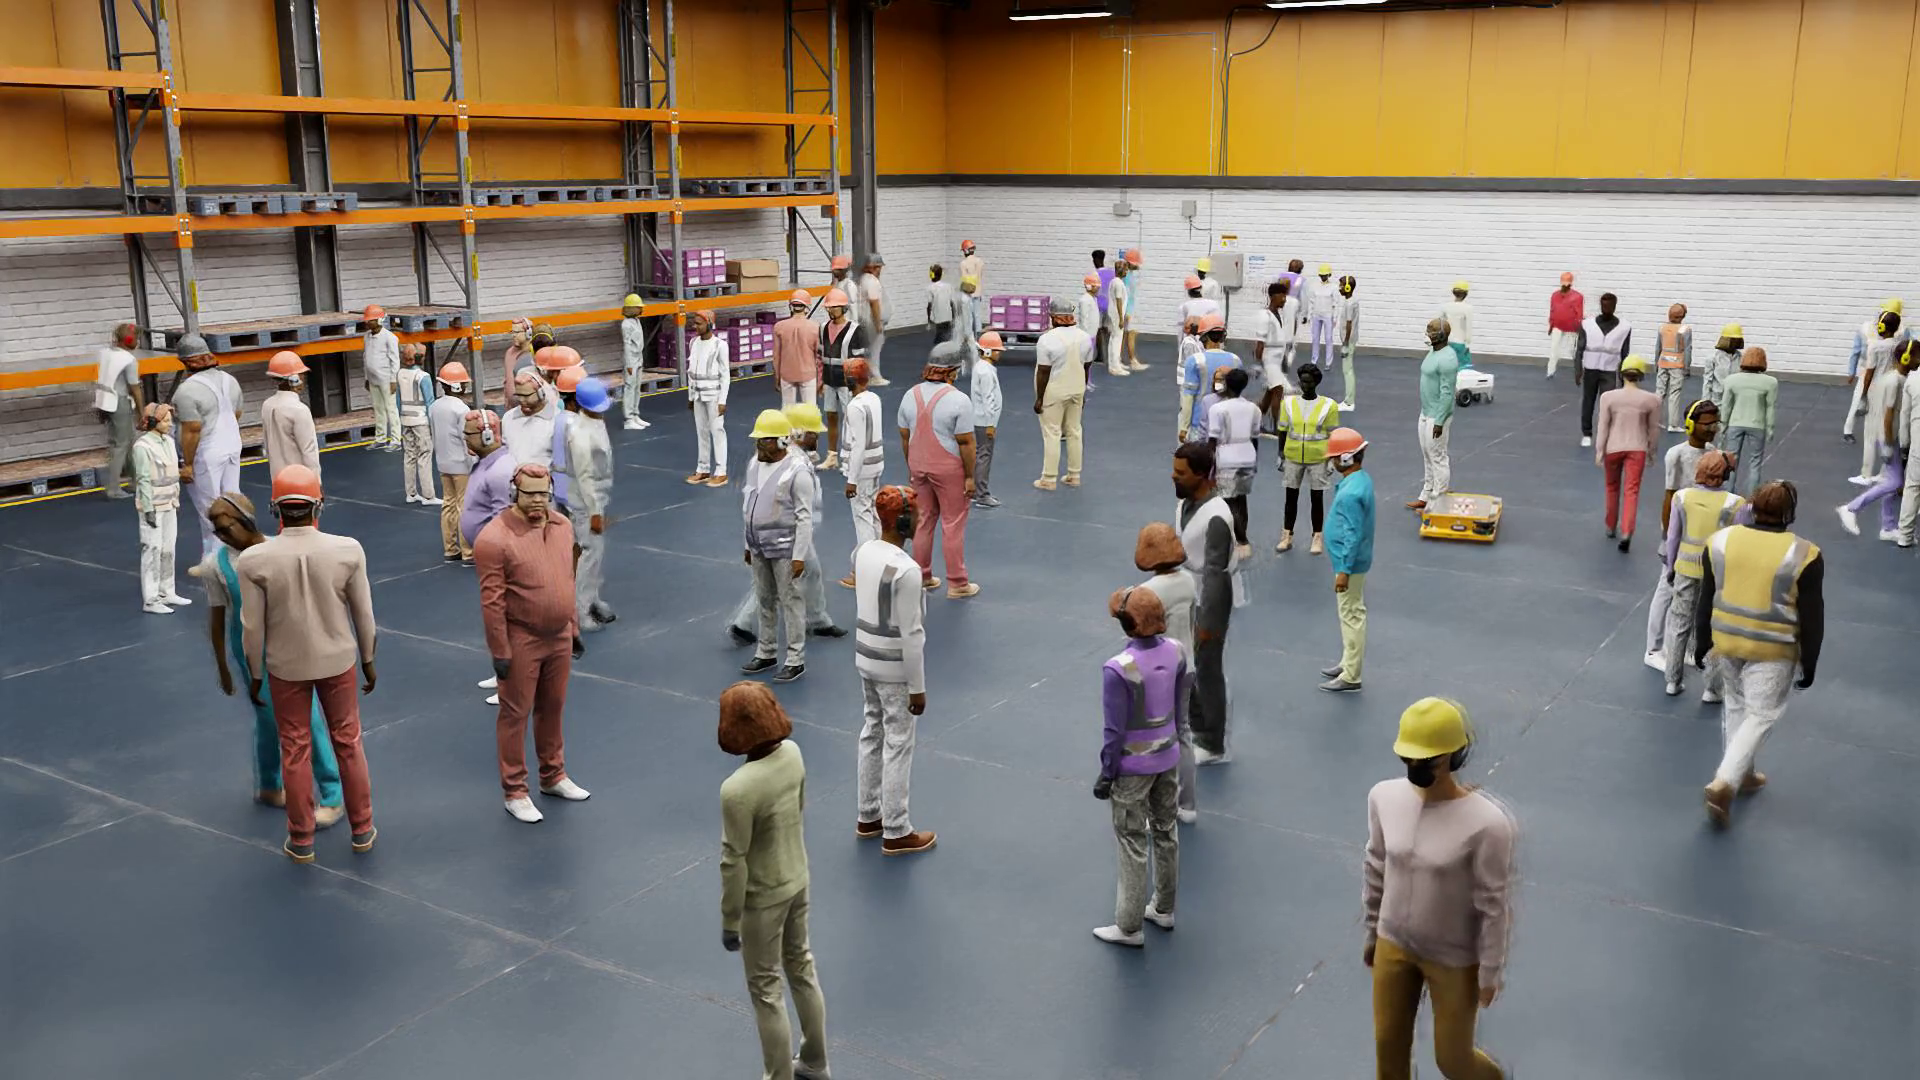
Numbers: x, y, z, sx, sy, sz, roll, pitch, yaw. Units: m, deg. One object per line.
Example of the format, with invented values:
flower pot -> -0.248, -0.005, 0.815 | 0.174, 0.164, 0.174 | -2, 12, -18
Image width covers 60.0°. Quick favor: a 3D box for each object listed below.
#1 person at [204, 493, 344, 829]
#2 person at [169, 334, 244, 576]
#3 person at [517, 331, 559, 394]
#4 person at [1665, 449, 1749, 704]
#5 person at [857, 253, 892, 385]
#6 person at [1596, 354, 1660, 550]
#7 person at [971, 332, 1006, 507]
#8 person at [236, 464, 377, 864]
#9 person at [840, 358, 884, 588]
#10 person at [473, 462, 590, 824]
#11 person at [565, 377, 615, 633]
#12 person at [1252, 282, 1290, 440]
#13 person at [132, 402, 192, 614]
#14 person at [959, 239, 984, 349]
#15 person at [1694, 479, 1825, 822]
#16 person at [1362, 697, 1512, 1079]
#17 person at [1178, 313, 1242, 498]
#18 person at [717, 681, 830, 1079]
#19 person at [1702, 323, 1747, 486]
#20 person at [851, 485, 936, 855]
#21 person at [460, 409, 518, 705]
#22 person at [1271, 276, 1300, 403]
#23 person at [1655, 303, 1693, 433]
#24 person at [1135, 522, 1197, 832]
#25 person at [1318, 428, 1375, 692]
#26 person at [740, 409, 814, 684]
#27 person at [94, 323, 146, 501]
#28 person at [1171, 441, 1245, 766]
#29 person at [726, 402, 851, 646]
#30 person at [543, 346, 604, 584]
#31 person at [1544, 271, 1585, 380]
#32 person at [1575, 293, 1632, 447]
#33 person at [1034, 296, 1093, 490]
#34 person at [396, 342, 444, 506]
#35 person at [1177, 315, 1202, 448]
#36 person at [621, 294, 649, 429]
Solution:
person -> -3.587, 0.619, 8.711 | 0.587, 1.788, 0.635 | -6, 14, -25
person -> -6.331, -0.719, 13.923 | 0.536, 2.000, 0.673 | 3, 13, 13
person -> -3.867, -1.015, 15.585 | 0.528, 1.871, 0.323 | -3, 13, -14
person -> 4.777, 0.232, 10.674 | 0.313, 1.642, 0.513 | -11, 17, -40
person -> -1.308, -3.399, 25.548 | 0.535, 2.000, 0.701 | -1, 13, -6
person -> 6.001, -0.798, 14.969 | 0.532, 1.723, 0.890 | 4, 14, 19
person -> 0.287, -1.216, 16.715 | 0.343, 1.747, 0.572 | -2, 13, -8
person -> -3.220, 0.611, 8.257 | 0.622, 1.992, 0.396 | -7, 15, -27
person -> -0.796, -0.545, 13.516 | 0.337, 1.881, 0.584 | 3, 13, 13
person -> -2.239, 0.525, 8.836 | 0.401, 1.904, 0.640 | 8, 15, 31
person -> -2.749, -0.291, 12.409 | 0.392, 1.900, 0.733 | -1, 13, -5
person -> 3.951, -2.215, 20.651 | 0.715, 1.926, 0.663 | 7, 15, 28
person -> -6.151, -0.247, 12.791 | 0.324, 1.630, 0.511 | 1, 13, 2
person -> 0.181, -4.487, 30.381 | 0.390, 1.989, 0.610 | 11, 17, 40
person -> 4.196, 0.578, 8.821 | 0.847, 1.817, 0.637 | -10, 16, -37
person -> 1.620, 1.347, 5.606 | 0.607, 1.755, 0.525 | -13, 18, -44
person -> 2.337, -1.110, 15.666 | 0.609, 2.029, 0.408 | -6, 14, -25
person -> -0.706, 1.302, 6.089 | 0.317, 1.624, 0.511 | 6, 14, 25
person -> 8.115, -1.432, 17.669 | 0.488, 1.745, 0.292 | -2, 13, -9
person -> -0.346, 0.648, 8.354 | 0.346, 1.878, 0.580 | -8, 15, -30
person -> -2.996, 0.098, 10.705 | 0.395, 1.900, 0.647 | -6, 14, -23
person -> 4.535, -2.785, 23.357 | 0.525, 1.826, 0.646 | -7, 15, -27
person -> 9.071, -2.190, 21.172 | 0.305, 1.645, 0.522 | -7, 15, -27
person -> 1.062, 0.707, 8.668 | 0.323, 1.615, 0.507 | 11, 17, 39
person -> 2.523, 0.129, 10.901 | 0.353, 1.739, 0.563 | 4, 14, 18
person -> -1.240, 0.038, 11.097 | 0.590, 1.833, 0.404 | 11, 17, 40
person -> -8.529, -1.319, 17.049 | 0.628, 1.815, 0.656 | 11, 17, 39
person -> 1.369, 0.378, 9.467 | 0.455, 1.900, 0.605 | -4, 13, -15
person -> -1.263, -0.102, 11.841 | 0.876, 1.784, 0.636 | -2, 13, -8
person -> -3.110, -0.567, 13.388 | 0.407, 1.987, 0.615 | 1, 13, 5
person -> 9.602, -3.399, 26.287 | 0.812, 1.712, 0.598 | -11, 17, -40
person -> 7.656, -1.998, 19.857 | 0.600, 1.885, 0.873 | 5, 14, 20
person -> 1.029, -1.555, 17.553 | 0.688, 2.000, 0.538 | -9, 16, -34
person -> -5.443, -1.158, 16.707 | 0.522, 1.638, 0.310 | 9, 16, 34
person -> 2.715, -1.837, 19.674 | 0.313, 1.634, 0.515 | 2, 13, 9
person -> -4.190, -2.297, 21.447 | 0.335, 1.735, 0.484 | 2, 13, 7
